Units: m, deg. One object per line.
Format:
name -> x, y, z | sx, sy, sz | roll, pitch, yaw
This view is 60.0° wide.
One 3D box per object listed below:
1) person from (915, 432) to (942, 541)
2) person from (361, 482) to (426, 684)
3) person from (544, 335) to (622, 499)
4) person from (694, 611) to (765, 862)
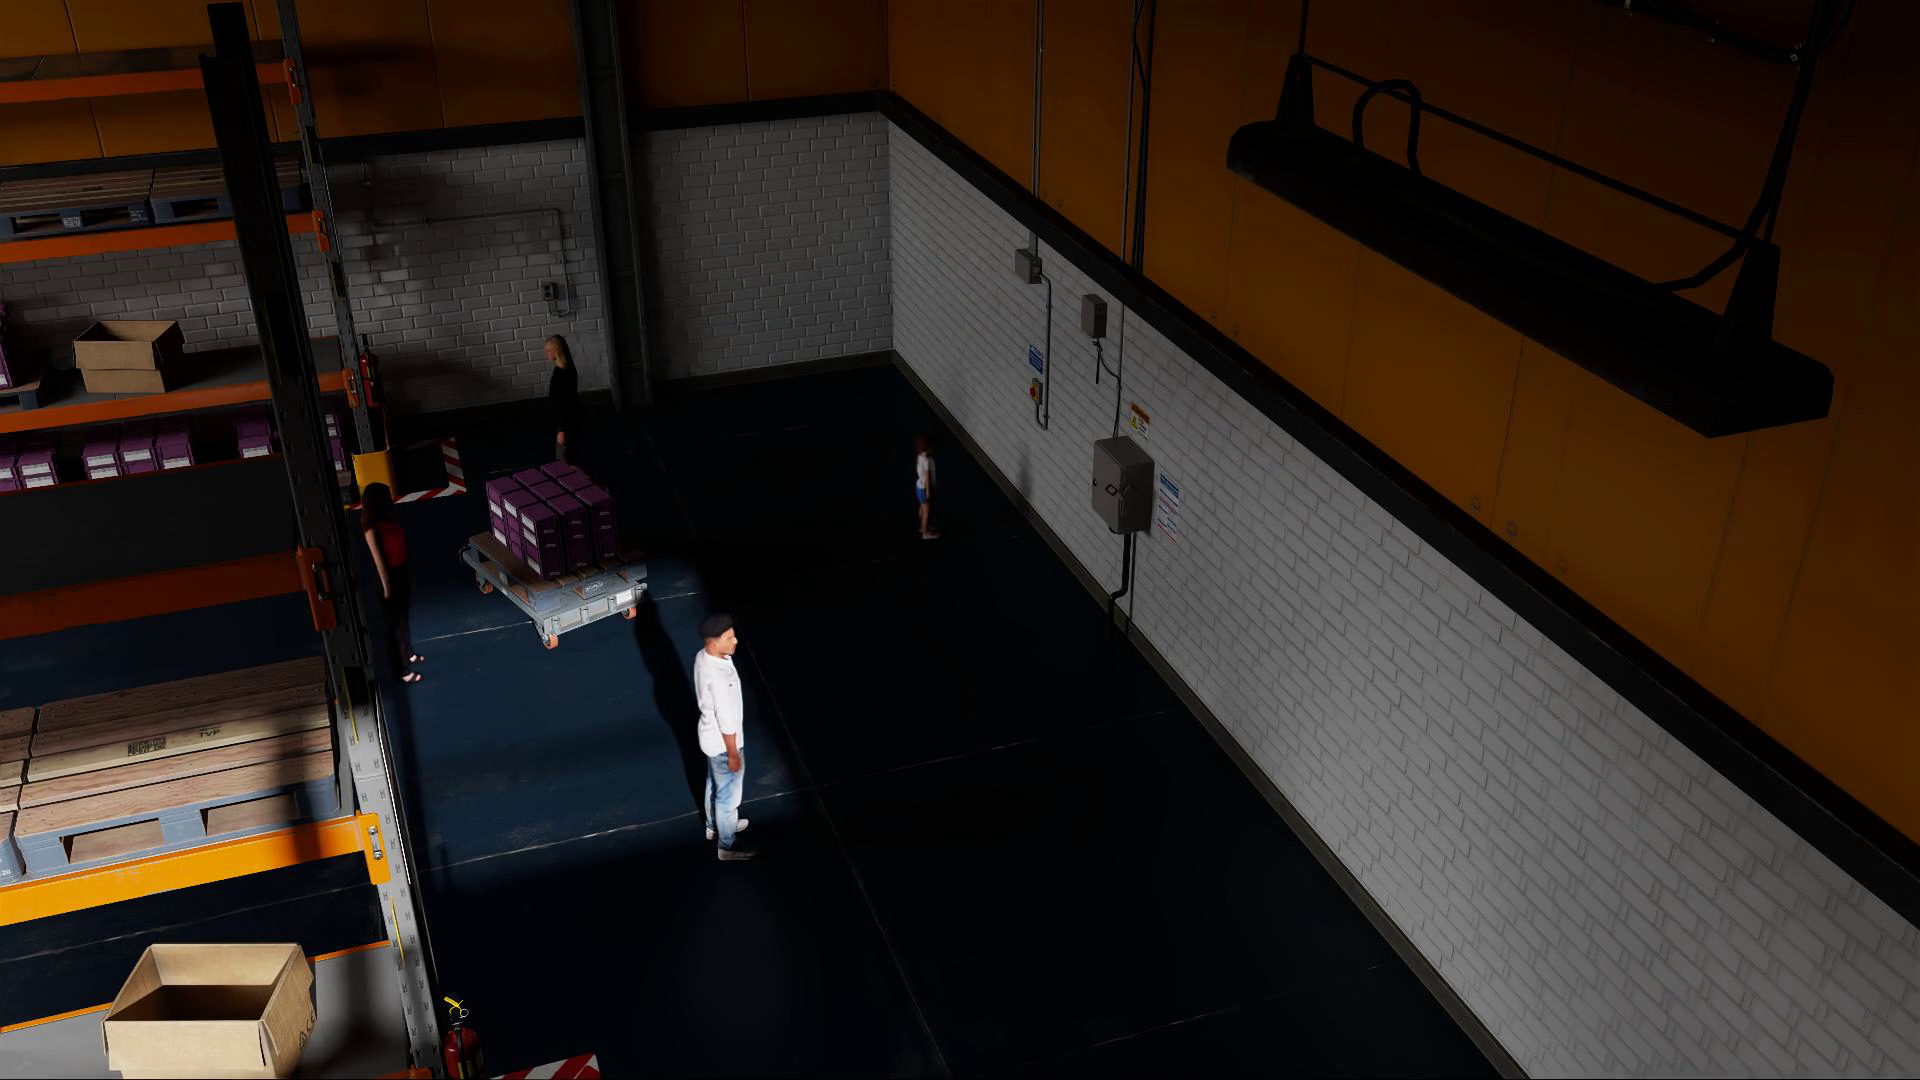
person -> -0.319, -0.500, 14.986 | 0.479, 1.020, 0.465 | -4, 29, -7
person -> -4.381, 0.311, 12.829 | 0.582, 1.661, 0.627 | -4, 29, -7
person -> -3.435, -0.999, 15.059 | 0.846, 1.826, 0.708 | -5, 29, -9
person -> -1.567, 1.270, 10.916 | 0.547, 1.809, 0.635 | -10, 30, -18
